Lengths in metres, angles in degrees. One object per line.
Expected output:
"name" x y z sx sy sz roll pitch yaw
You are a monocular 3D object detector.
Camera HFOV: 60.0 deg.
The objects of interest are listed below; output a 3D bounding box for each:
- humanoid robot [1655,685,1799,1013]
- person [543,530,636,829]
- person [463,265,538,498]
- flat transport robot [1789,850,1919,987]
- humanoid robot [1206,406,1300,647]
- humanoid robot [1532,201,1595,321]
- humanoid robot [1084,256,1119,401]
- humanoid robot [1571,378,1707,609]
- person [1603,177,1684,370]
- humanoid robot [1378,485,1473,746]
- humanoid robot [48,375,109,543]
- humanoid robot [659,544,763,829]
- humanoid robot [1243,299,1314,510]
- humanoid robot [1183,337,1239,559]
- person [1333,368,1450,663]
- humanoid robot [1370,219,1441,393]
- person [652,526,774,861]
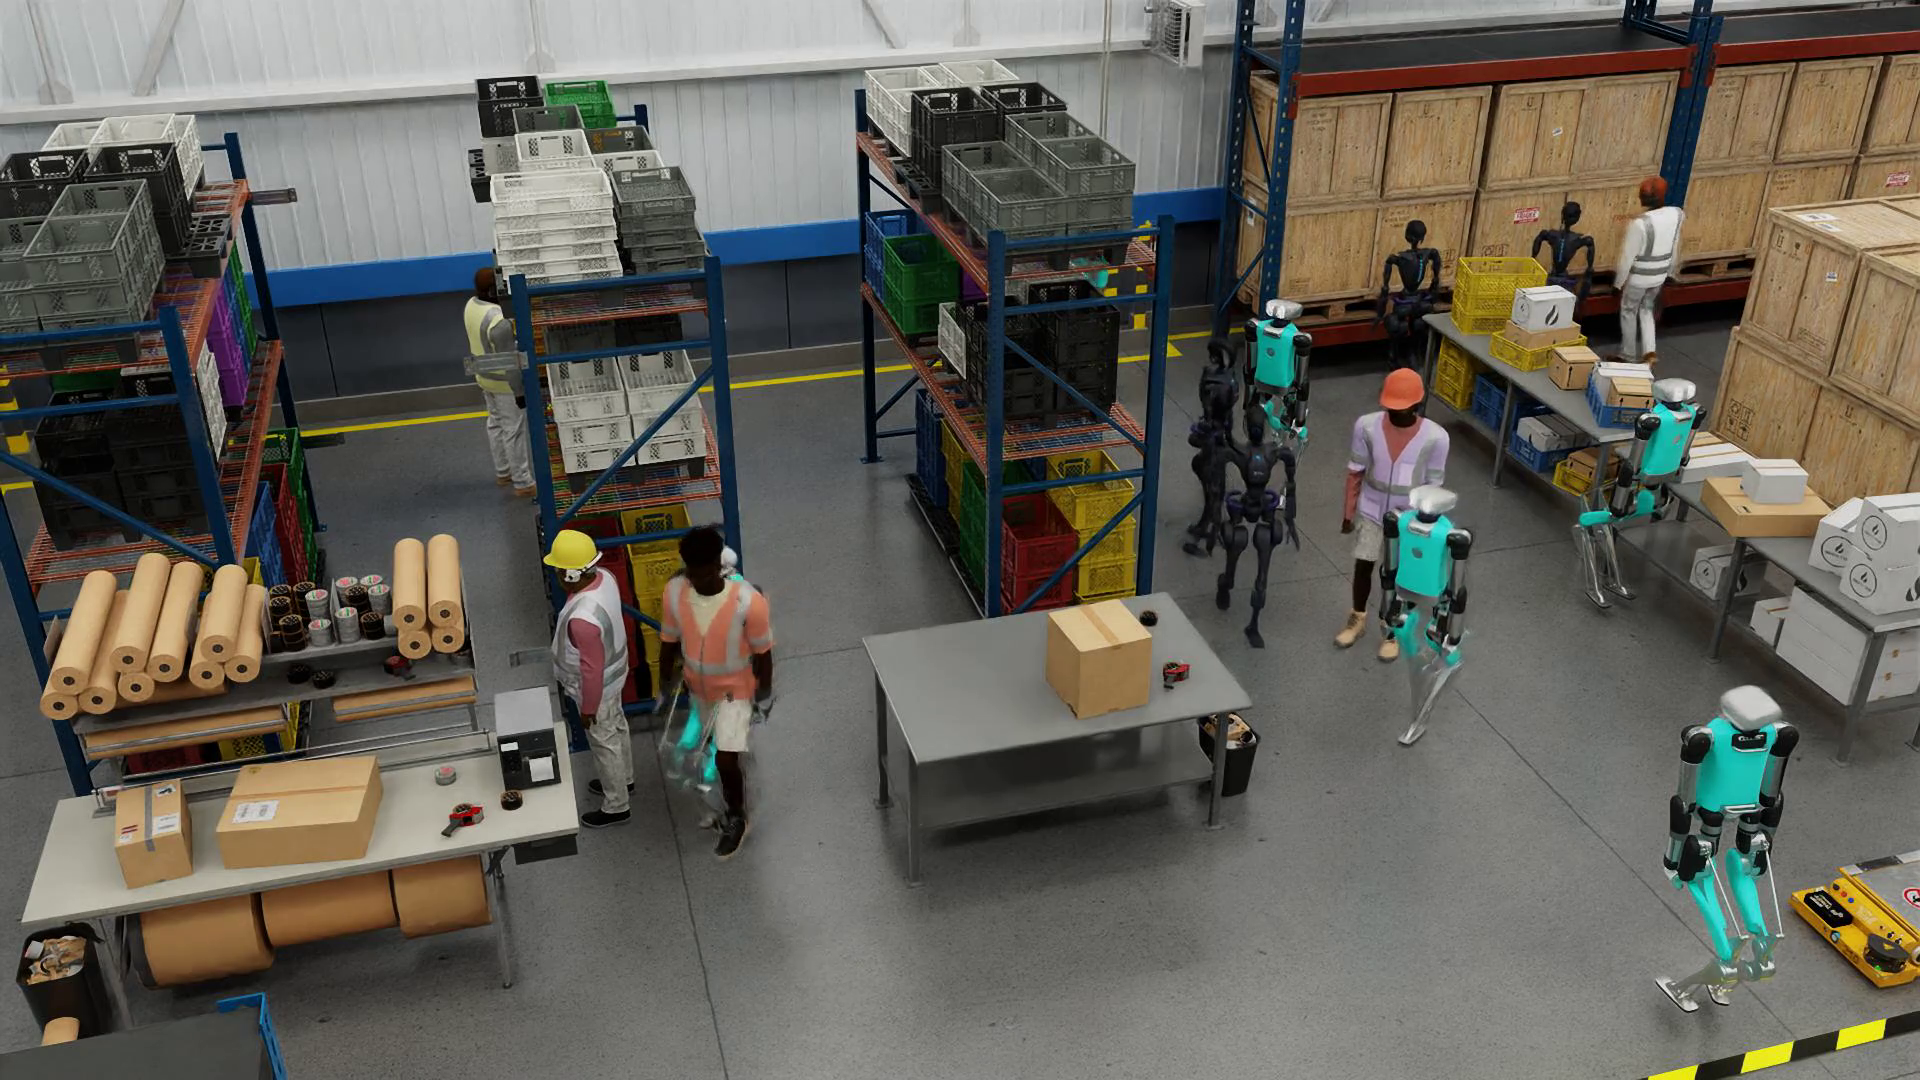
"humanoid robot" 3.604 1.539 7.693 0.533 1.681 0.735 -3 29 -5
"person" -2.023 0.760 9.154 0.403 1.829 0.599 -1 29 -1
"person" -3.480 -1.212 12.734 0.429 1.844 0.626 -22 36 -34
"flat transport robot" 5.163 1.916 8.676 1.431 0.231 0.659 -8 30 -14
"humanoid robot" 1.937 -0.137 10.964 0.614 1.640 0.595 0 29 0
"humanoid robot" 5.237 -2.162 14.639 0.587 1.638 0.402 13 31 23
"humanoid robot" 0.894 -1.979 14.288 1.013 1.776 0.530 6 29 11
"humanoid robot" 4.470 -0.378 11.185 0.533 1.677 0.735 -12 31 -21
"person" 6.086 -2.324 14.754 0.634 1.846 0.565 -11 31 -20
"humanoid robot" 2.817 0.468 9.904 0.544 1.898 0.753 23 36 36
"humanoid robot" -6.421 -0.757 12.080 0.608 1.638 0.399 24 37 37
"humanoid robot" -1.395 0.893 8.982 0.530 1.774 0.665 17 33 28
"humanoid robot" 2.445 -1.060 12.426 0.533 1.677 0.735 21 35 34
"humanoid robot" 1.813 -0.688 11.988 0.365 1.650 0.602 12 31 21
"person" 2.741 -0.156 10.625 0.603 2.033 0.415 15 32 25
"humanoid robot" 3.864 -1.948 14.269 0.587 1.641 0.476 -9 30 -15
"person" -1.351 0.831 8.900 0.627 1.944 0.662 12 31 20
